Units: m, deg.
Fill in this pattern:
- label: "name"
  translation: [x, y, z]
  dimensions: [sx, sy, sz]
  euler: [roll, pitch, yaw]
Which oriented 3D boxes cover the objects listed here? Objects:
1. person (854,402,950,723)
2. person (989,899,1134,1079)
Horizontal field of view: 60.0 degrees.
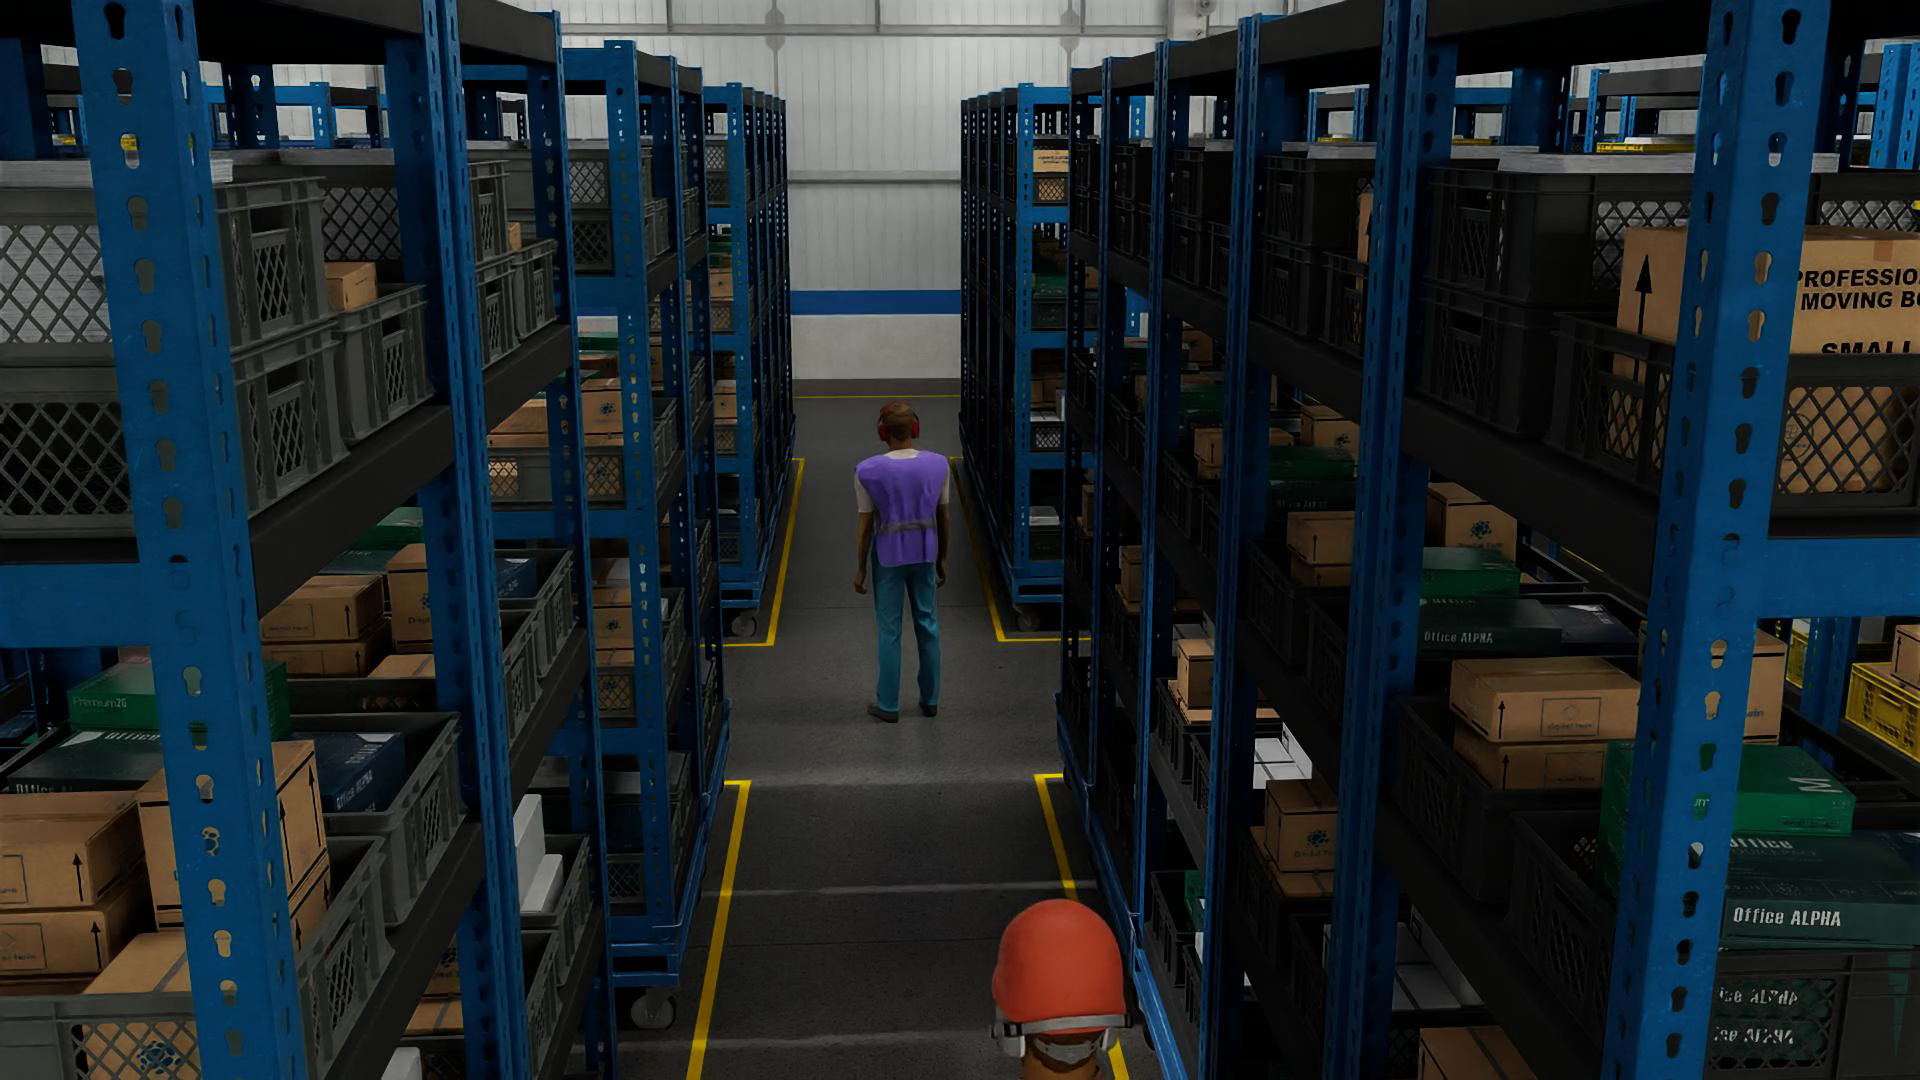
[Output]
- label: "person"
  translation: [-0.322, 0.136, 9.409]
  dimensions: [0.564, 1.838, 0.390]
  euler: [-6, 15, -22]
- label: "person"
  translation: [0.184, 1.610, 3.122]
  dimensions: [0.611, 1.995, 0.375]
  euler: [-5, 15, -18]
